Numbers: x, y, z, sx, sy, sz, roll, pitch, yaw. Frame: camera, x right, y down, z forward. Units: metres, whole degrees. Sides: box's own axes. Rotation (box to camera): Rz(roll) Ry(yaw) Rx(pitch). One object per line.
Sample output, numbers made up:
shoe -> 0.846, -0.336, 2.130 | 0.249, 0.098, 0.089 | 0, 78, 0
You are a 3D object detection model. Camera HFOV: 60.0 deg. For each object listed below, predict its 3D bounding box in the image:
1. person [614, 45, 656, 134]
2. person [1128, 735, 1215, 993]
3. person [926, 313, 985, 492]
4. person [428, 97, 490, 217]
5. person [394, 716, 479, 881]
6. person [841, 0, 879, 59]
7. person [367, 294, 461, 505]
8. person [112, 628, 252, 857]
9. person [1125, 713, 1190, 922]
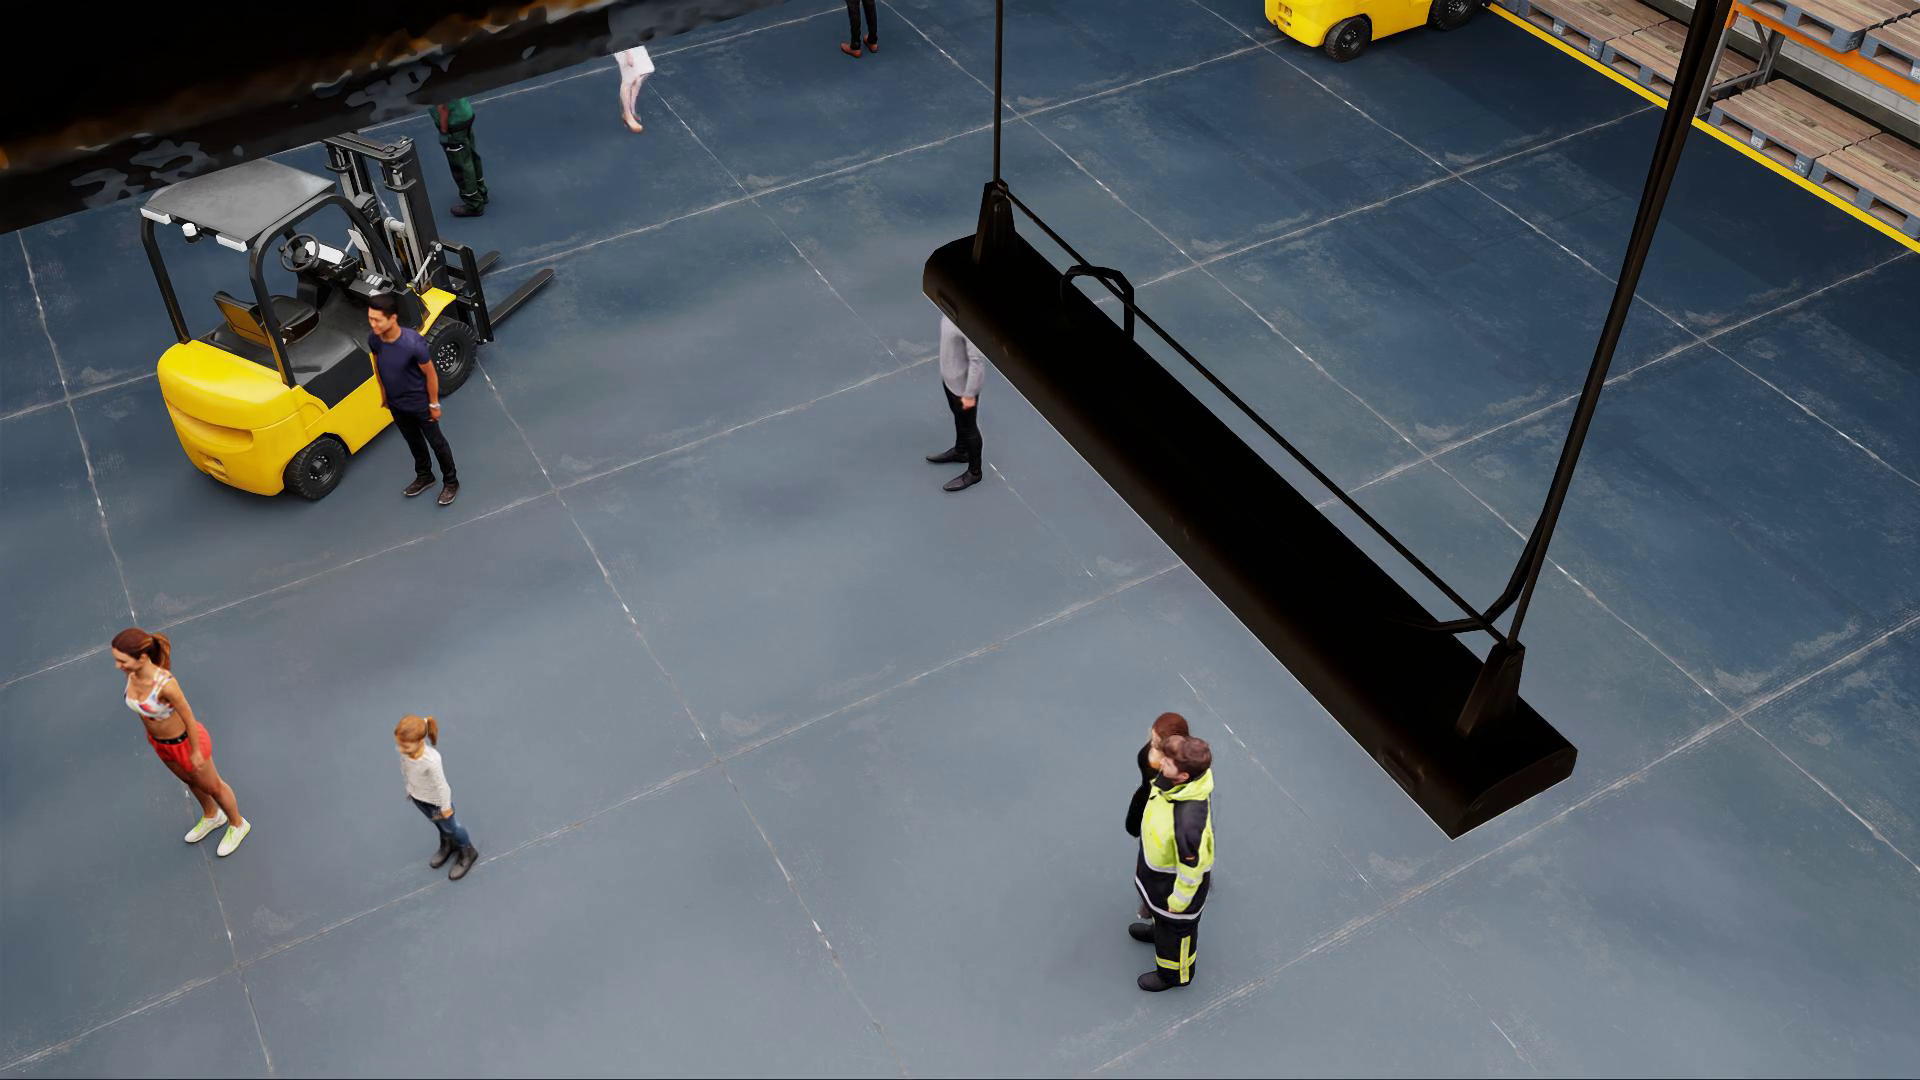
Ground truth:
person -> -3.247, -4.670, 15.745 | 0.780, 1.781, 0.714 | 6, 44, 6
person -> 1.158, 1.720, 8.894 | 0.930, 1.980, 0.783 | -2, 44, -2
person -> 0.022, -1.203, 12.004 | 0.849, 1.921, 0.622 | -13, 45, -13
person -> -4.478, -3.722, 14.708 | 0.850, 1.839, 0.761 | 5, 44, 5
person -> -3.057, 1.468, 9.643 | 0.523, 1.312, 0.603 | 24, 49, 23
person -> -1.048, -5.845, 16.906 | 0.721, 1.882, 0.570 | -26, 50, -25
person -> -3.926, -1.023, 11.909 | 0.685, 1.792, 0.771 | 14, 45, 14
person -> -4.520, 1.152, 9.627 | 0.653, 1.791, 0.733 | 20, 47, 20
person -> 1.168, 1.515, 9.309 | 0.726, 1.706, 0.651 | -9, 44, -10
